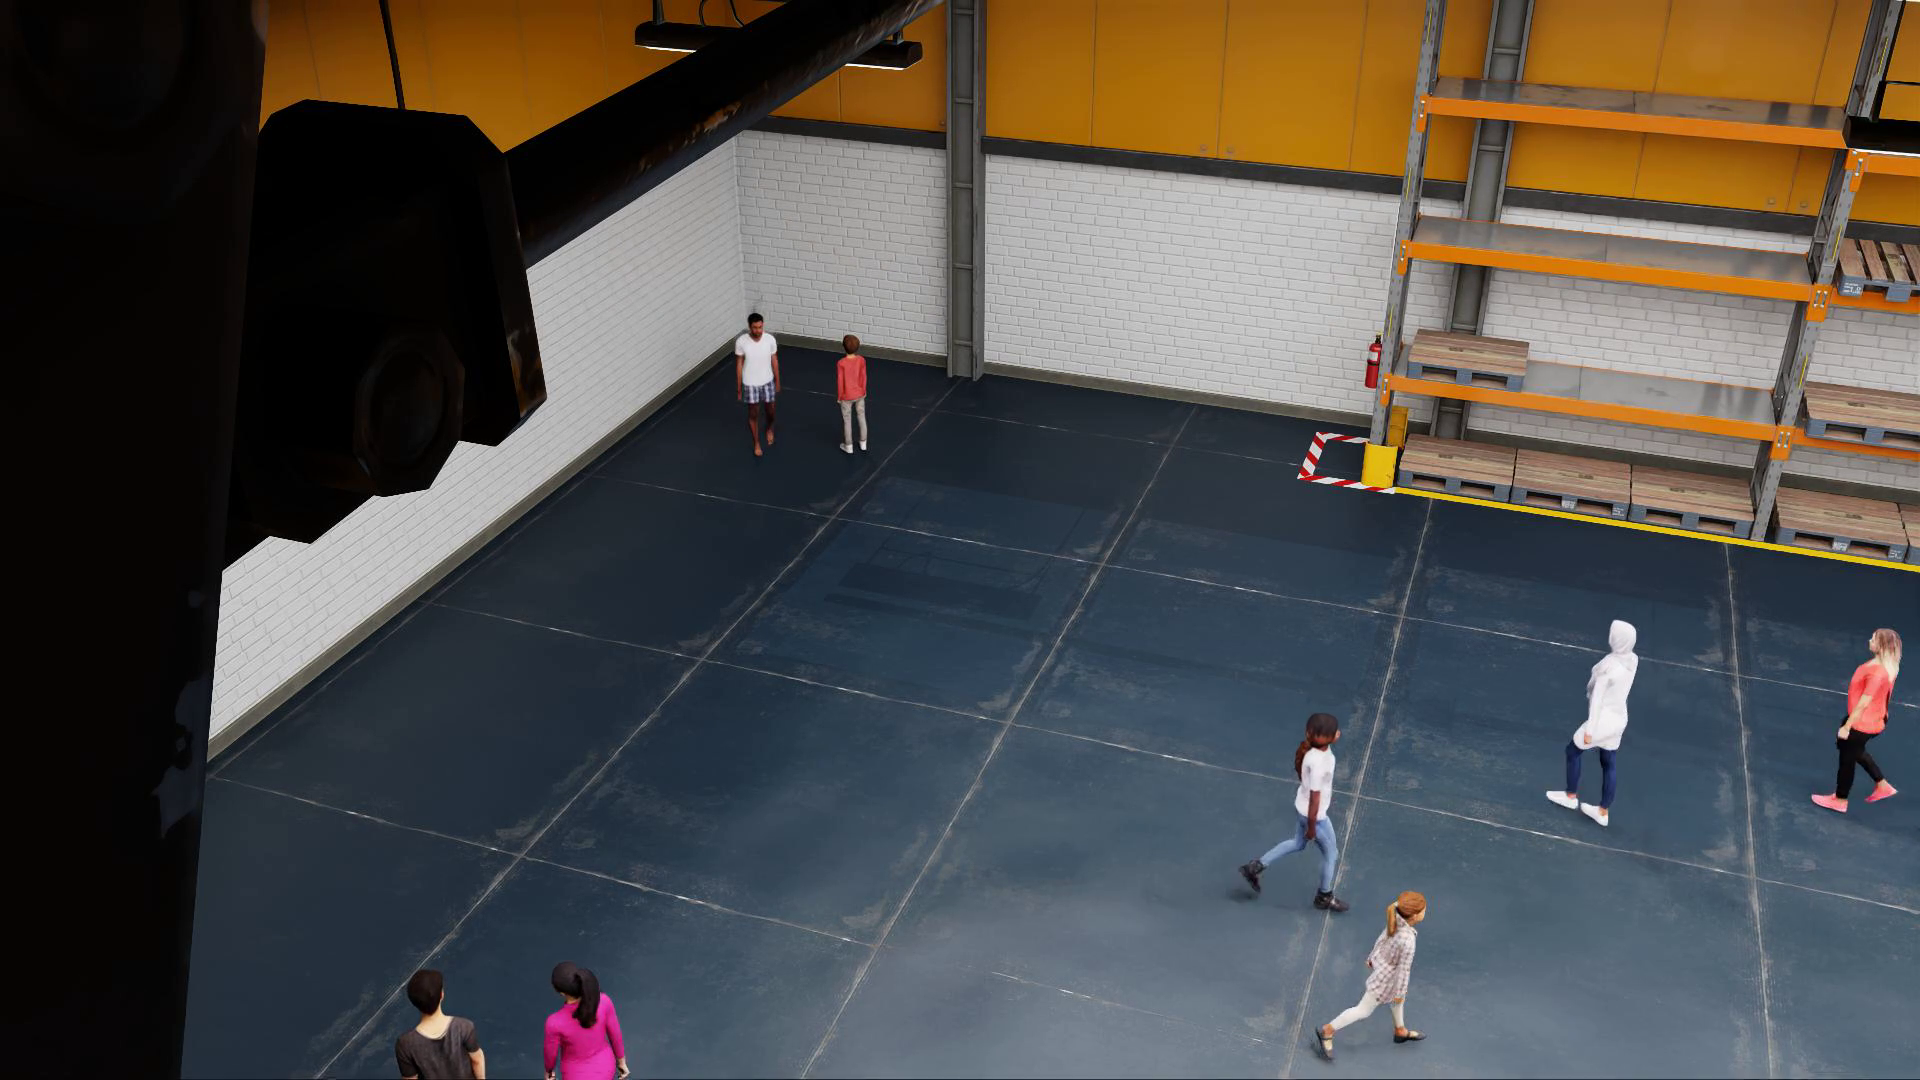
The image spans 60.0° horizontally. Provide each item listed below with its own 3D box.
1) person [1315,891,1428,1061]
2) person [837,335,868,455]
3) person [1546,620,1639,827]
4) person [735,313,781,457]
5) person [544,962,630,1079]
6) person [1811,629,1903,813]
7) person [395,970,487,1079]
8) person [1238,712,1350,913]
[{"bbox_3d":[2.734,2.844,10.888,1.056,1.271,0.750,2,29,4],"label":"person"},{"bbox_3d":[-1.232,-1.679,19.027,0.590,1.416,0.653,-12,31,-21],"label":"person"},{"bbox_3d":[5.071,1.469,12.899,0.840,1.759,0.905,-17,33,-28],"label":"person"},{"bbox_3d":[-2.316,-1.825,18.988,0.793,1.710,0.876,-5,29,-9],"label":"person"},{"bbox_3d":[-2.140,3.216,9.785,0.811,1.674,0.900,-20,34,-32],"label":"person"},{"bbox_3d":[7.157,1.461,12.994,0.863,1.682,0.721,20,34,32],"label":"person"},{"bbox_3d":[-2.997,3.225,9.730,0.703,1.710,0.762,-13,31,-22],"label":"person"},{"bbox_3d":[2.472,1.969,12.053,1.103,1.691,0.739,4,29,7],"label":"person"}]
